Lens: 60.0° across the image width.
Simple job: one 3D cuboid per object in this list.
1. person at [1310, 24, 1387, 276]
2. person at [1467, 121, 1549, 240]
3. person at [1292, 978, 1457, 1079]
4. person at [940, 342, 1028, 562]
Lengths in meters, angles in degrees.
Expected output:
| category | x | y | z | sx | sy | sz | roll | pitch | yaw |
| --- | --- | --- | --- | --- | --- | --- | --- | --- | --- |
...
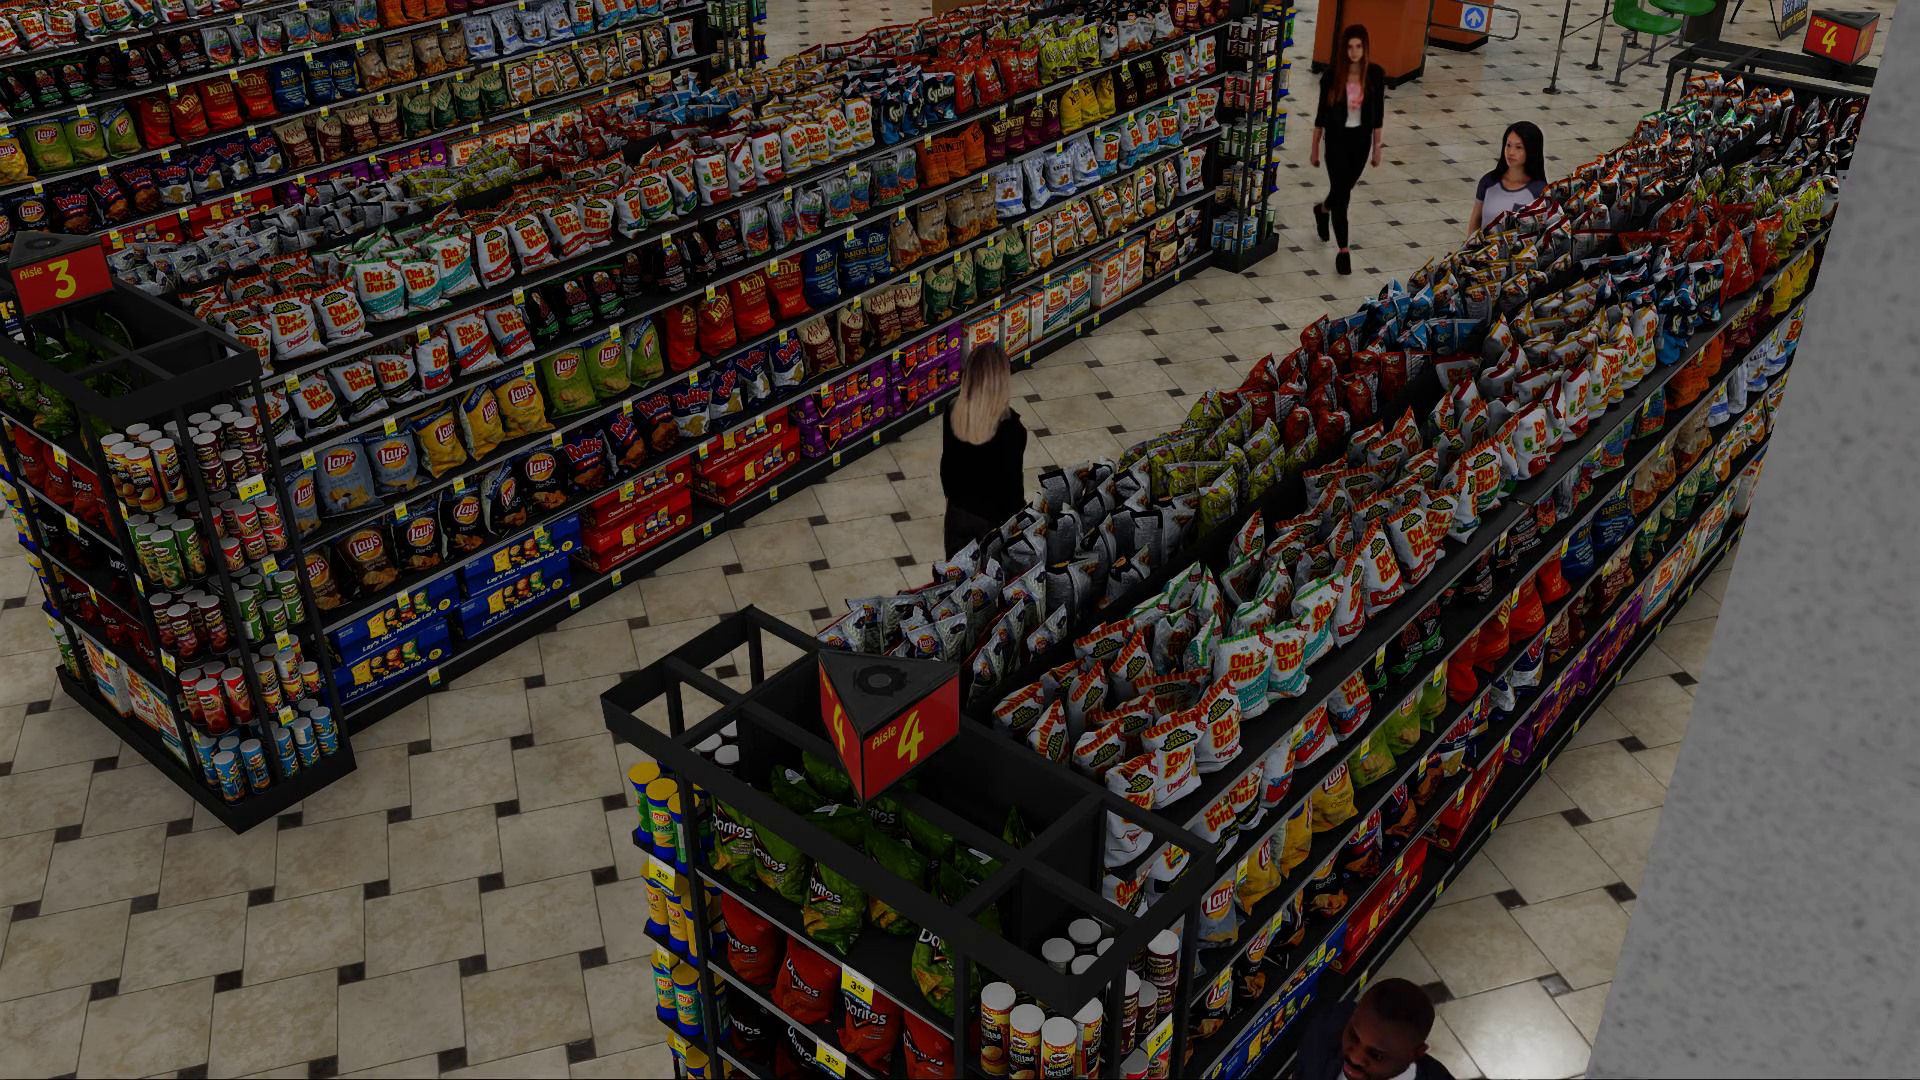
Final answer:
| category | x | y | z | sx | sy | sz | roll | pitch | yaw |
| --- | --- | --- | --- | --- | --- | --- | --- | --- | --- |
| person | 2.675 | -2.769 | 11.609 | 1.074 | 1.673 | 1.180 | -2 | 32 | -3 |
| person | 3.159 | -1.603 | 9.703 | 0.593 | 1.706 | 0.508 | 23 | 38 | 32 |
| person | 1.029 | 1.729 | 4.257 | 1.027 | 1.804 | 0.843 | -20 | 37 | -29 |
| person | 0.053 | -0.018 | 7.216 | 0.714 | 1.643 | 1.198 | 18 | 36 | 27 |
